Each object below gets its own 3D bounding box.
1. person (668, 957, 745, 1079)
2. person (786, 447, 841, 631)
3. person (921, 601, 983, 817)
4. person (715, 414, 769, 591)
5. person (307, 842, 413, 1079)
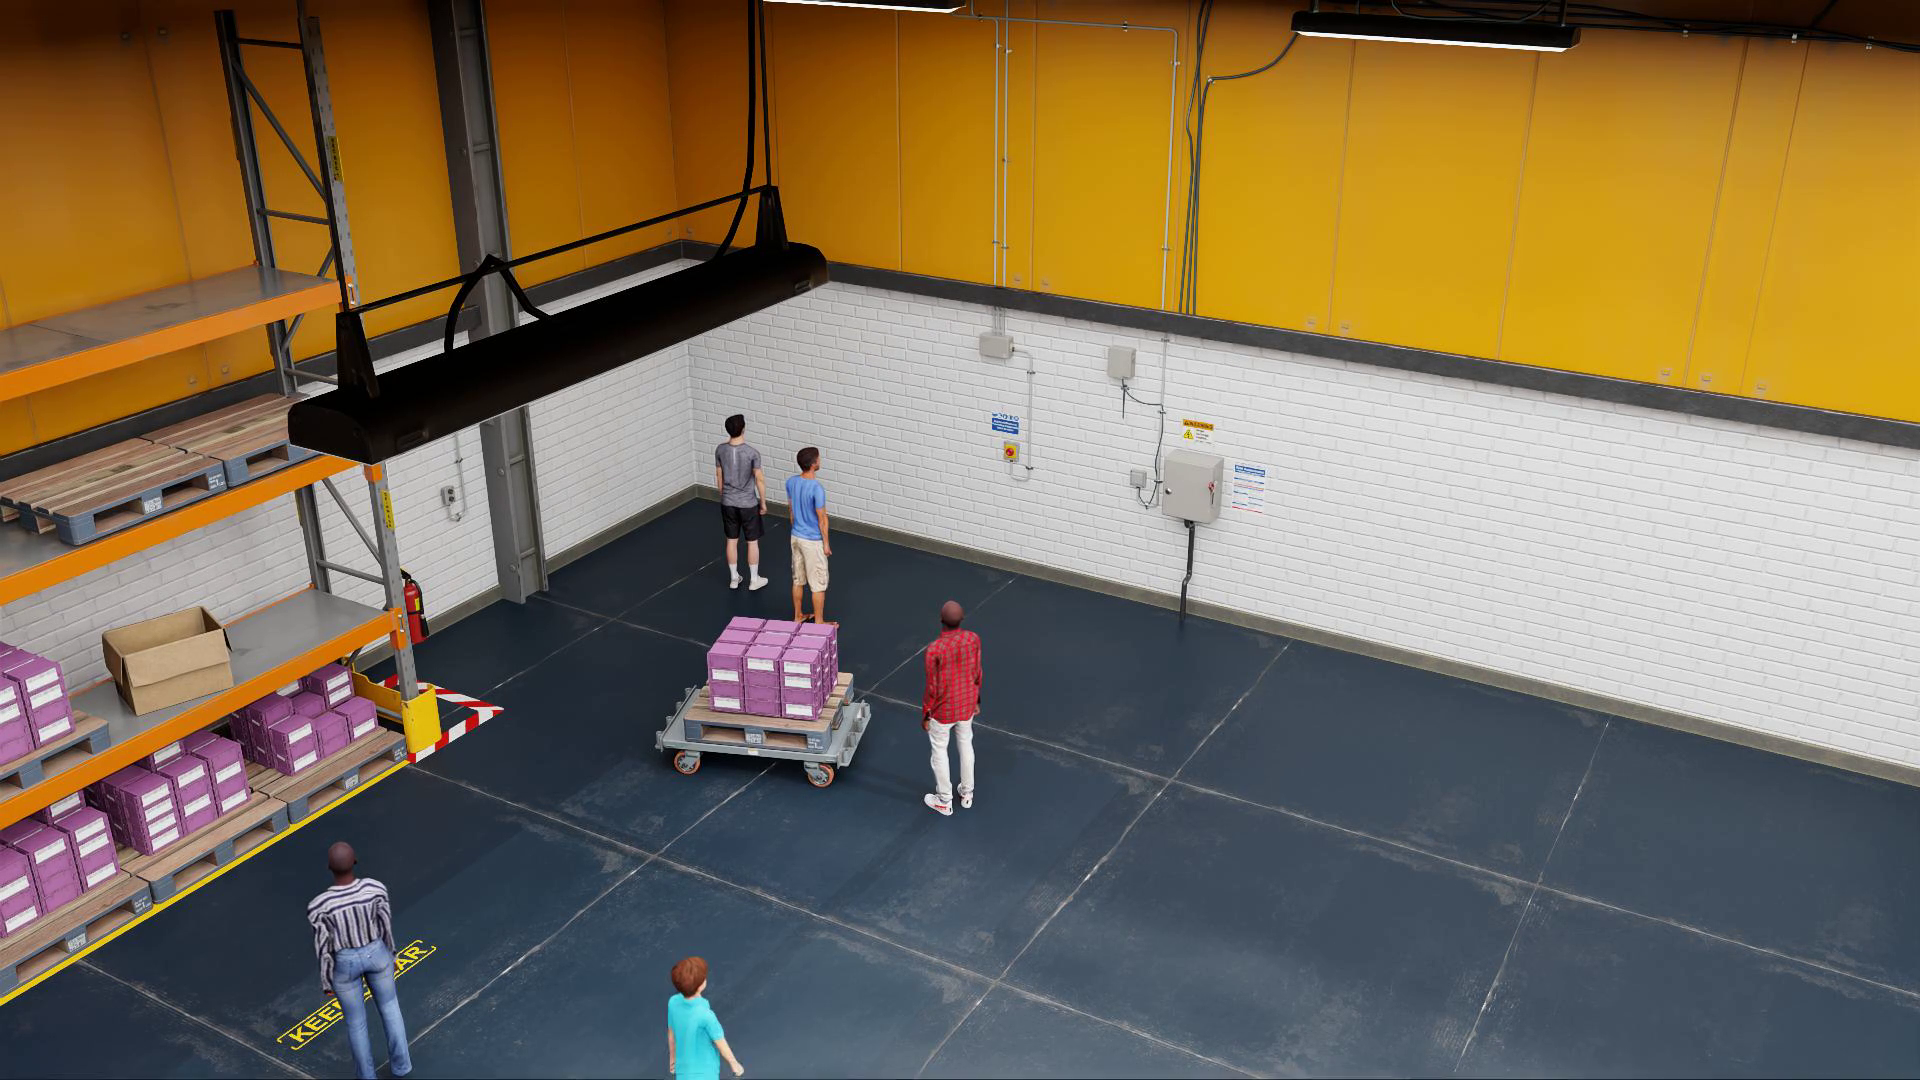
[{"bbox_3d":[-1.553,3.073,9.526,0.663,1.411,1.004,20,30,38],"label":"person"},{"bbox_3d":[-1.459,-0.010,16.013,0.689,1.862,0.611,19,30,37],"label":"person"},{"bbox_3d":[-0.065,1.297,13.076,0.701,1.820,0.820,-12,26,-26],"label":"person"},{"bbox_3d":[-2.236,-0.388,16.867,0.712,1.871,0.635,6,24,14],"label":"person"},{"bbox_3d":[-3.637,2.605,10.114,0.609,1.796,0.753,-16,28,-32],"label":"person"}]
